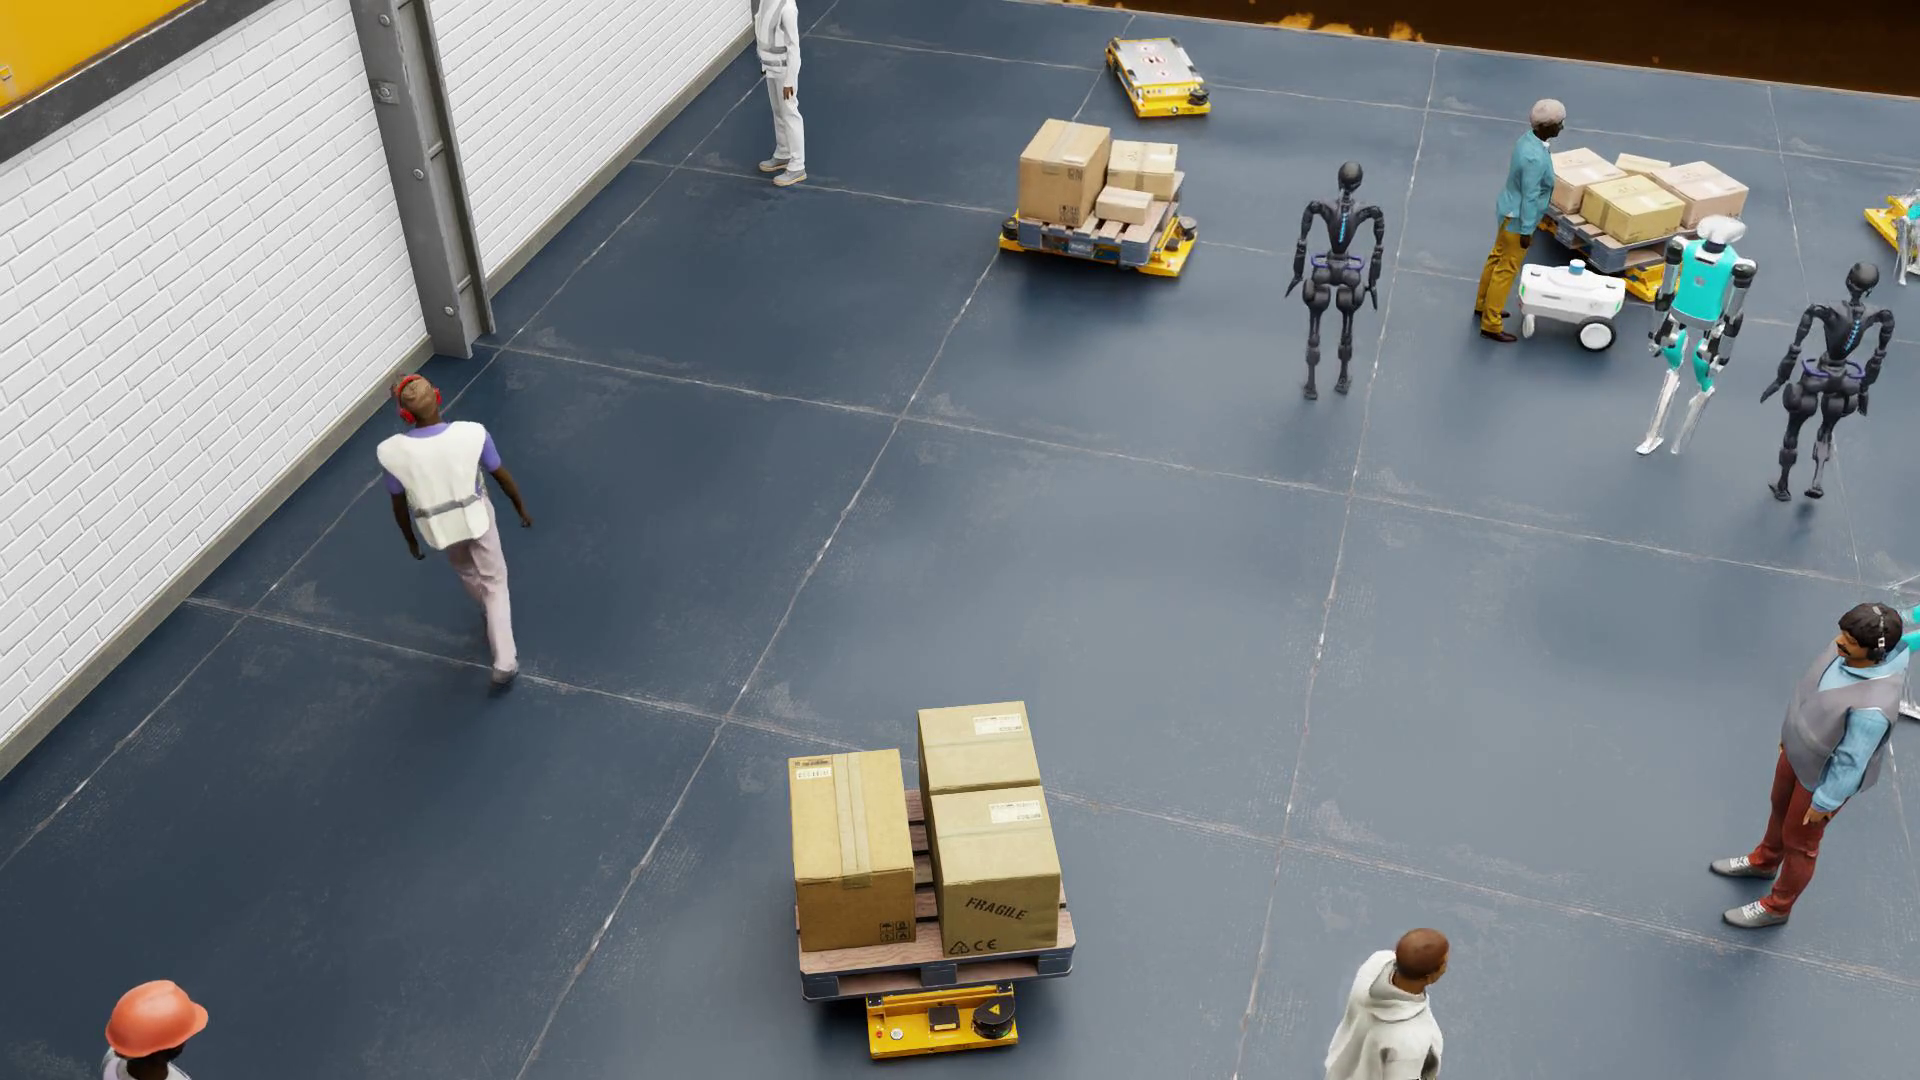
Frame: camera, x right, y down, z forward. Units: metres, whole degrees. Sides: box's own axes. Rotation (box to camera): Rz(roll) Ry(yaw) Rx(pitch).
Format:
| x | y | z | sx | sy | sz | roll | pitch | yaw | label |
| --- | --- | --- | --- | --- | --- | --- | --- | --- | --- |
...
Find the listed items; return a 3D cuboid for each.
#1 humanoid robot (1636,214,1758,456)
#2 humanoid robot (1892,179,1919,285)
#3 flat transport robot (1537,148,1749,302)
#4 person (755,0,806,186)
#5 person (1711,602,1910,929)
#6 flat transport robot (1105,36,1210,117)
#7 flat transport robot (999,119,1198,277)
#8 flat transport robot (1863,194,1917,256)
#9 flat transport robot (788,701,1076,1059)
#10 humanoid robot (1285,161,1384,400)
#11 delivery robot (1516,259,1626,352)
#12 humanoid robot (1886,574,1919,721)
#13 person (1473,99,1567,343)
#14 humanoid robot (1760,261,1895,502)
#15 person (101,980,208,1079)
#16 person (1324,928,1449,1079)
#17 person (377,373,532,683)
| x | y | z | sx | sy | sz | roll | pitch | yaw | label |
| --- | --- | --- | --- | --- | --- | --- | --- | --- | --- |
| 4.622 | -1.269 | 10.426 | 0.535 | 1.805 | 0.675 | 30 | 48 | 32 | humanoid robot |
| 7.264 | -2.714 | 12.210 | 0.550 | 1.788 | 0.683 | -11 | 40 | -13 | humanoid robot |
| 5.125 | -2.300 | 12.865 | 0.659 | 0.231 | 1.431 | -14 | 41 | -17 | flat transport robot |
| -1.466 | -3.805 | 13.447 | 0.356 | 1.887 | 0.571 | -17 | 42 | -20 | person |
| 3.864 | 1.013 | 7.467 | 0.415 | 1.873 | 0.534 | 4 | 39 | 5 | person |
| 1.810 | -4.291 | 15.342 | 0.659 | 0.231 | 1.431 | -5 | 39 | -7 | flat transport robot |
| 1.083 | -2.389 | 12.976 | 1.431 | 0.231 | 0.659 | 13 | 41 | 15 | flat transport robot |
| 7.979 | -2.478 | 13.087 | 1.431 | 0.231 | 0.659 | -1 | 39 | -1 | flat transport robot |
| -0.154 | 1.754 | 7.823 | 0.659 | 0.231 | 1.431 | -4 | 39 | -5 | flat transport robot |
| 2.481 | -1.703 | 11.012 | 0.616 | 1.656 | 0.383 | 6 | 39 | 8 | humanoid robot |
| 4.389 | -1.706 | 11.908 | 0.778 | 0.607 | 0.523 | 13 | 41 | 15 | delivery robot |
| 4.940 | 0.286 | 8.550 | 0.793 | 1.883 | 0.556 | 23 | 44 | 26 | humanoid robot |
| 3.912 | -2.235 | 11.600 | 0.340 | 1.751 | 0.533 | 5 | 39 | 6 | person |
| 5.202 | -0.908 | 10.013 | 0.613 | 1.657 | 0.393 | 4 | 39 | 6 | humanoid robot |
| -2.686 | 2.291 | 5.845 | 0.546 | 1.908 | 0.694 | -30 | 47 | -32 | person |
| 1.586 | 2.060 | 6.285 | 0.886 | 1.717 | 0.559 | -7 | 39 | -9 | person |
| -2.617 | -0.035 | 8.830 | 0.689 | 1.793 | 0.765 | -14 | 41 | -17 | person |
